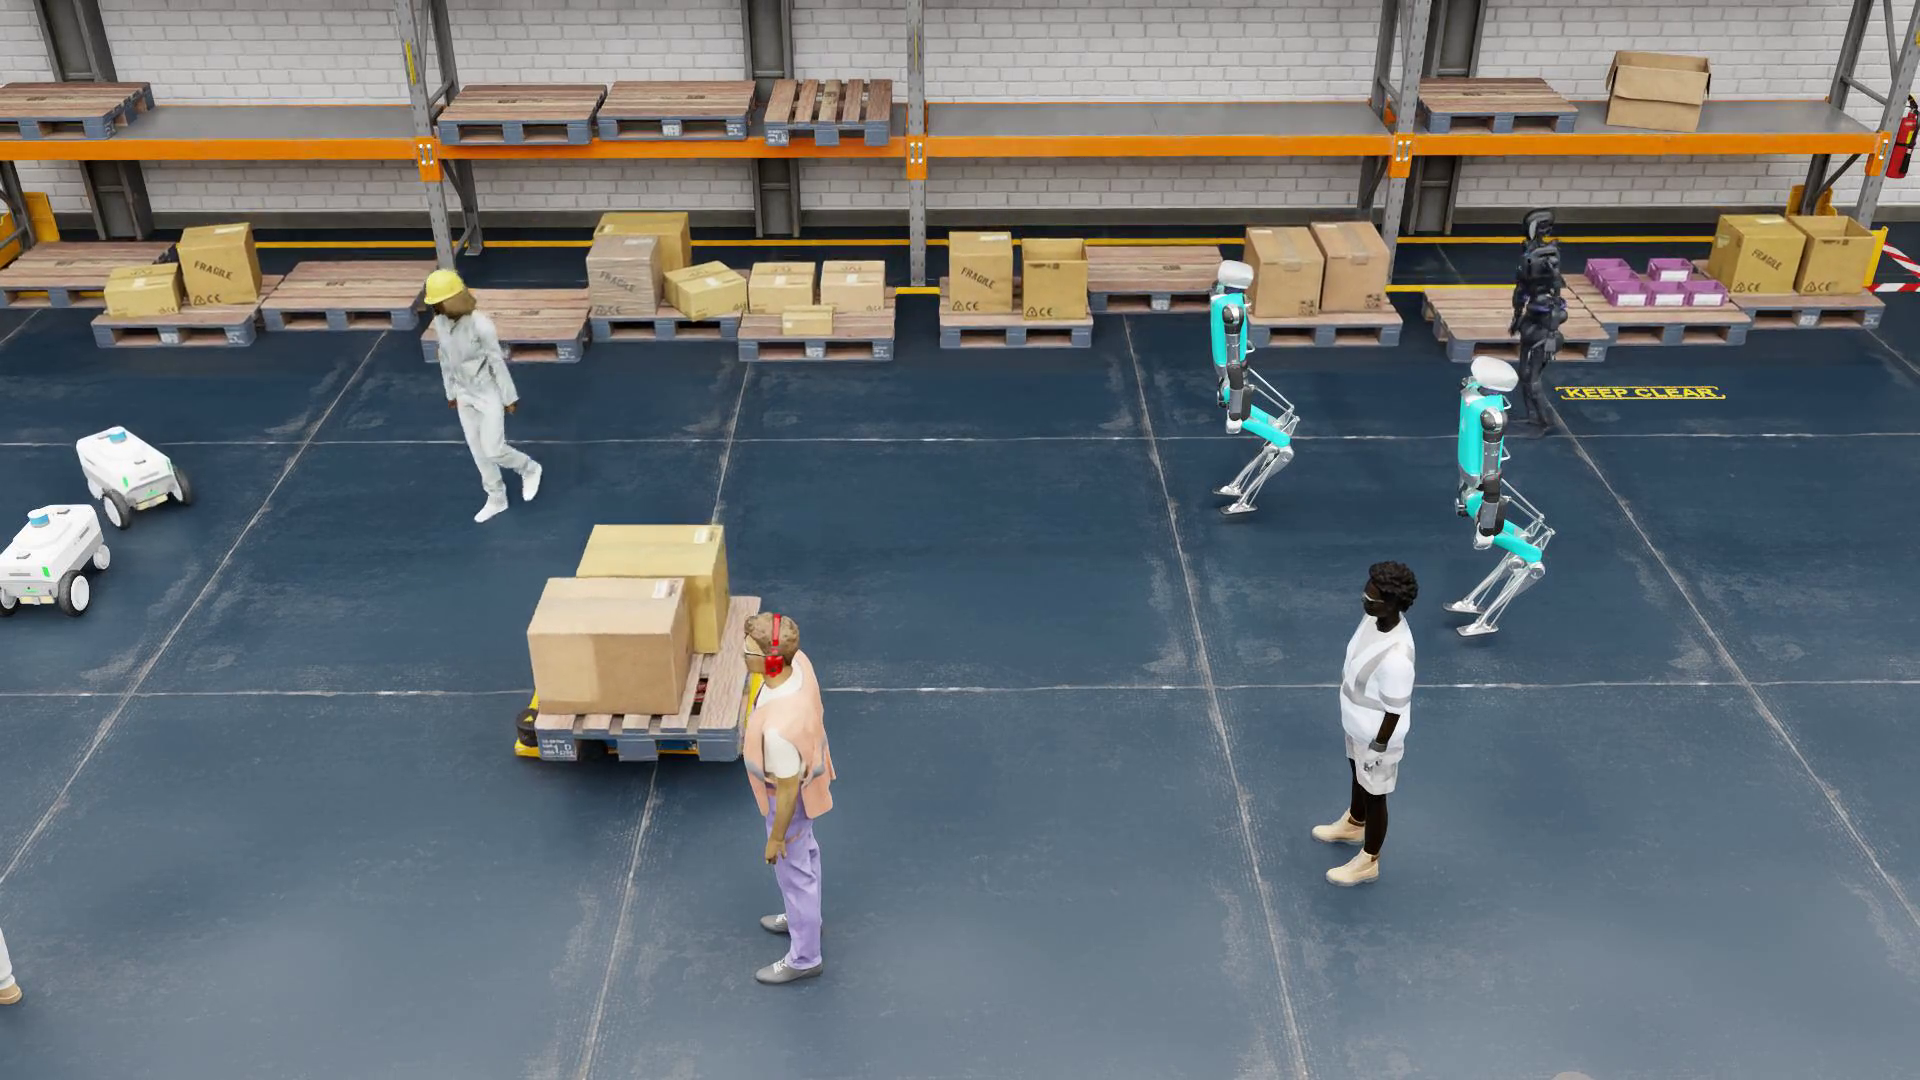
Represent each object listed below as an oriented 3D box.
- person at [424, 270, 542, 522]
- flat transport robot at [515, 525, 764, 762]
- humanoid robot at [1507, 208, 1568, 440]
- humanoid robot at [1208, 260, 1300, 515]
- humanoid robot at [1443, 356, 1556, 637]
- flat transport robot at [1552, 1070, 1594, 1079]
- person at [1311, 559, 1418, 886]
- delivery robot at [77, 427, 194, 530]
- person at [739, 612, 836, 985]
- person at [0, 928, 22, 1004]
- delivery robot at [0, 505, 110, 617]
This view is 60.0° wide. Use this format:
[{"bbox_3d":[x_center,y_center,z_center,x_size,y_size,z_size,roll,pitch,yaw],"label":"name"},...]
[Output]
[{"bbox_3d":[-3.045,-0.923,10.528,0.509,1.722,0.459,17,35,26],"label":"person"},{"bbox_3d":[-1.601,0.900,8.912,1.431,0.231,0.659,0,31,0],"label":"flat transport robot"},{"bbox_3d":[4.016,-1.503,11.550,0.415,1.633,0.614,-7,32,-11],"label":"humanoid robot"},{"bbox_3d":[1.879,-0.945,10.428,0.735,1.677,0.533,0,31,-1],"label":"humanoid robot"},{"bbox_3d":[3.056,-0.229,9.233,0.735,1.681,0.533,0,31,-1],"label":"humanoid robot"},{"bbox_3d":[2.678,2.582,6.113,0.659,0.231,1.431,0,31,-1],"label":"flat transport robot"},{"bbox_3d":[1.884,0.834,7.634,0.318,1.696,0.535,0,31,-1],"label":"person"},{"bbox_3d":[-5.436,-0.448,10.880,0.781,0.595,0.499,25,39,35],"label":"delivery robot"},{"bbox_3d":[-0.724,1.093,7.058,0.390,1.847,0.563,0,31,-1],"label":"person"},{"bbox_3d":[-4.238,1.305,6.710,0.429,1.846,0.624,0,31,-1],"label":"person"},{"bbox_3d":[-5.450,0.084,9.965,0.499,0.566,0.739,0,31,-1],"label":"delivery robot"}]
